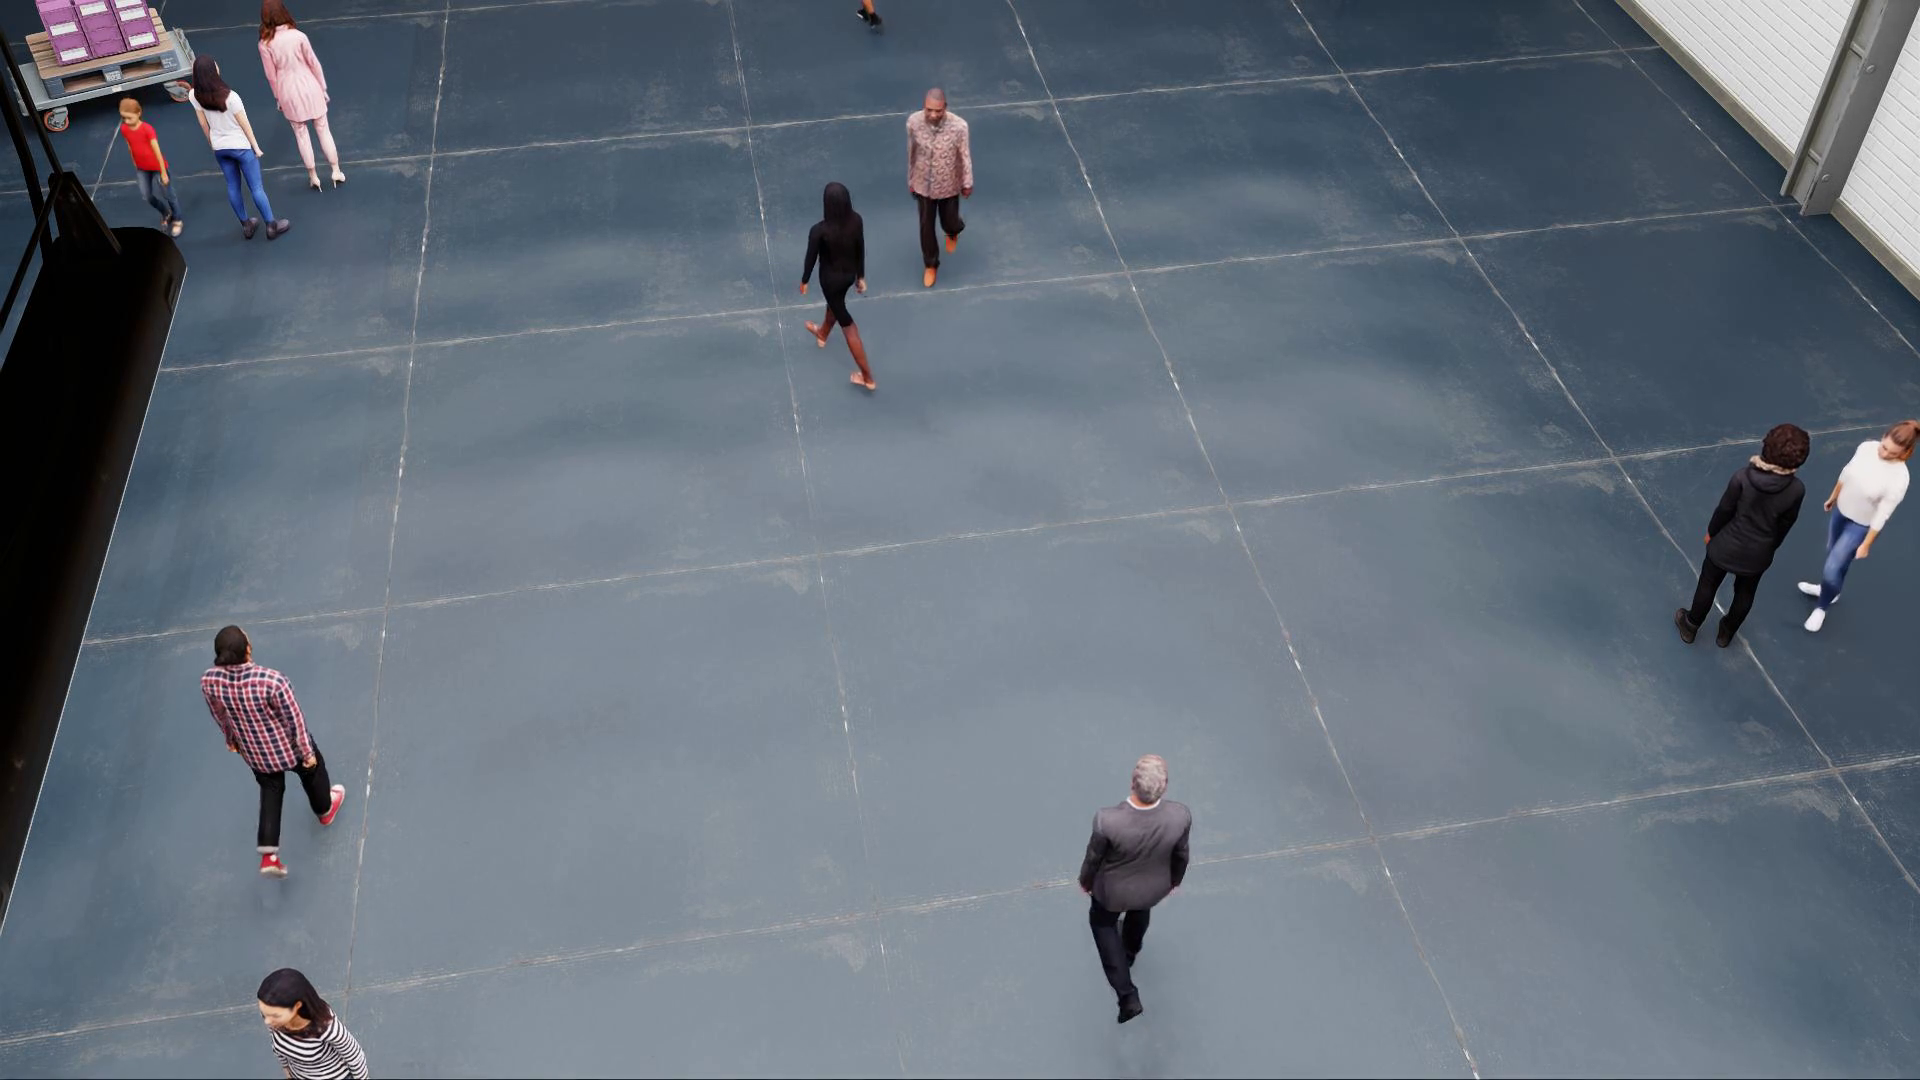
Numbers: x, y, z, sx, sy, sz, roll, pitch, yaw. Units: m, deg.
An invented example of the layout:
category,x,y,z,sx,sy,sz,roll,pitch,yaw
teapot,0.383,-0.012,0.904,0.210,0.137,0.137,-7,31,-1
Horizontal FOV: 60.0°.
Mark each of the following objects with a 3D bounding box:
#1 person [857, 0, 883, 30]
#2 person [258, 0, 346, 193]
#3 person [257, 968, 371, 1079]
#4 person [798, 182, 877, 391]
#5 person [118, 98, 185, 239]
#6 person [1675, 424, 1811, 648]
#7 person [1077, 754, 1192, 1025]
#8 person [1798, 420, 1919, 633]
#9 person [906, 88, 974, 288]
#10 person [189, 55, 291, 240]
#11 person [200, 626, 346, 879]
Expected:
category,x,y,z,sx,sy,sz,roll,pitch,yaw
person,-0.937,-5.854,17.054,0.683,1.250,0.828,-28,50,-26
person,-5.792,-3.897,14.599,0.650,1.803,0.587,-15,46,-16
person,-2.961,2.544,7.843,0.664,1.795,0.665,12,45,12
person,-0.866,-1.885,12.583,1.052,1.669,1.253,-33,52,-29
person,-6.898,-3.232,14.265,0.540,1.301,0.566,4,44,4
person,4.972,0.000,10.526,0.718,1.779,0.736,12,45,13
person,0.895,1.805,8.603,0.725,1.818,0.977,-8,44,-8
person,5.788,-0.139,10.729,0.746,1.701,0.595,1,44,1
person,-0.182,-2.984,13.665,0.872,1.769,1.032,7,44,7
person,-6.138,-3.297,14.055,0.660,1.685,0.629,6,44,6
person,-3.867,1.194,9.301,0.825,1.739,1.092,1,44,1
